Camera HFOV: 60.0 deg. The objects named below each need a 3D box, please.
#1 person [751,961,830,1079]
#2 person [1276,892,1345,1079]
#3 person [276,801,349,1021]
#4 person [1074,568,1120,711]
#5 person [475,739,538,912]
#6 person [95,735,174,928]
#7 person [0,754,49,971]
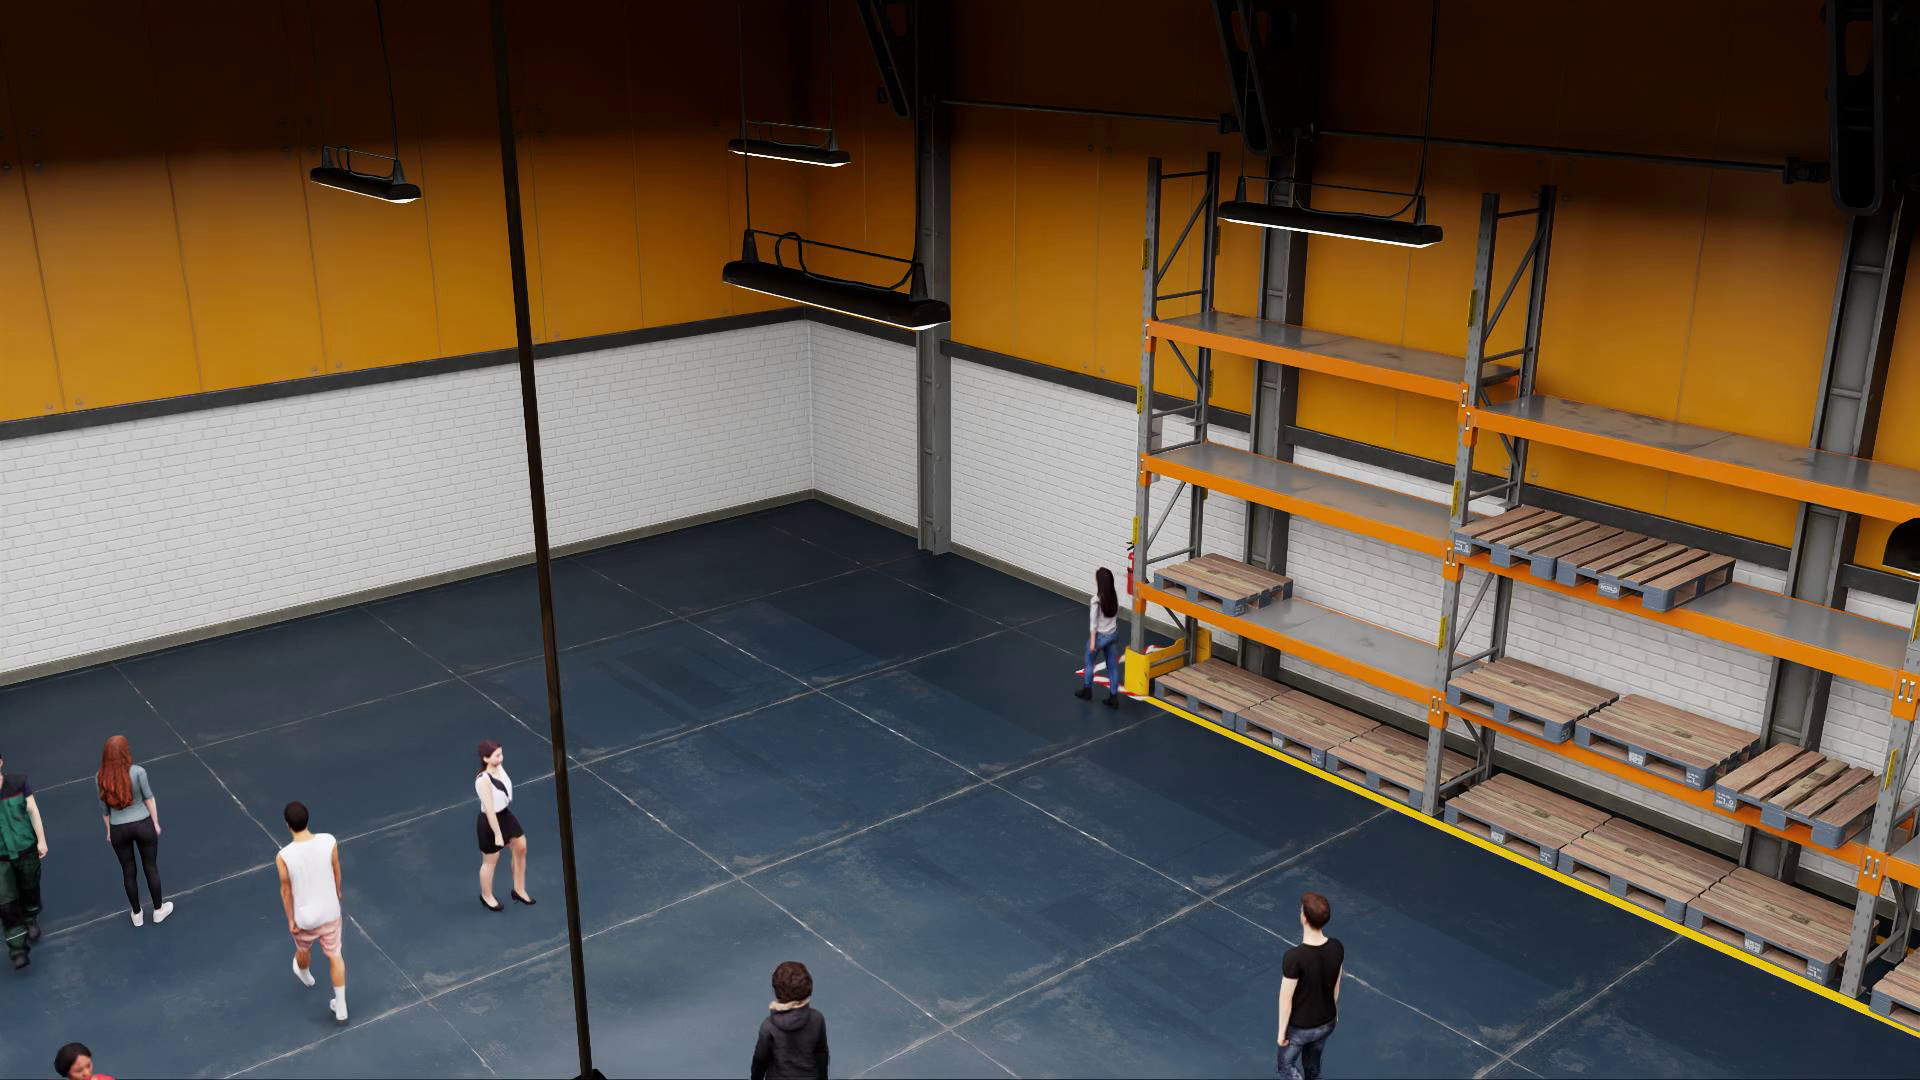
[{"bbox_3d":[-1.060,3.619,10.810,0.837,1.730,1.158,-8,20,-23],"label":"person"},{"bbox_3d":[2.443,3.341,11.394,0.827,1.883,0.956,-7,20,-20],"label":"person"},{"bbox_3d":[-4.971,2.913,12.902,0.718,1.733,1.125,-12,22,-31],"label":"person"},{"bbox_3d":[1.659,1.119,18.427,0.637,1.607,0.793,-16,24,-39],"label":"person"},{"bbox_3d":[-4.090,2.475,14.362,0.849,1.631,0.786,2,19,6],"label":"person"},{"bbox_3d":[-7.064,2.474,14.191,0.661,1.742,0.670,-5,19,-14],"label":"person"},{"bbox_3d":[-7.866,2.553,13.790,0.723,1.849,1.206,-13,23,-34],"label":"person"}]
